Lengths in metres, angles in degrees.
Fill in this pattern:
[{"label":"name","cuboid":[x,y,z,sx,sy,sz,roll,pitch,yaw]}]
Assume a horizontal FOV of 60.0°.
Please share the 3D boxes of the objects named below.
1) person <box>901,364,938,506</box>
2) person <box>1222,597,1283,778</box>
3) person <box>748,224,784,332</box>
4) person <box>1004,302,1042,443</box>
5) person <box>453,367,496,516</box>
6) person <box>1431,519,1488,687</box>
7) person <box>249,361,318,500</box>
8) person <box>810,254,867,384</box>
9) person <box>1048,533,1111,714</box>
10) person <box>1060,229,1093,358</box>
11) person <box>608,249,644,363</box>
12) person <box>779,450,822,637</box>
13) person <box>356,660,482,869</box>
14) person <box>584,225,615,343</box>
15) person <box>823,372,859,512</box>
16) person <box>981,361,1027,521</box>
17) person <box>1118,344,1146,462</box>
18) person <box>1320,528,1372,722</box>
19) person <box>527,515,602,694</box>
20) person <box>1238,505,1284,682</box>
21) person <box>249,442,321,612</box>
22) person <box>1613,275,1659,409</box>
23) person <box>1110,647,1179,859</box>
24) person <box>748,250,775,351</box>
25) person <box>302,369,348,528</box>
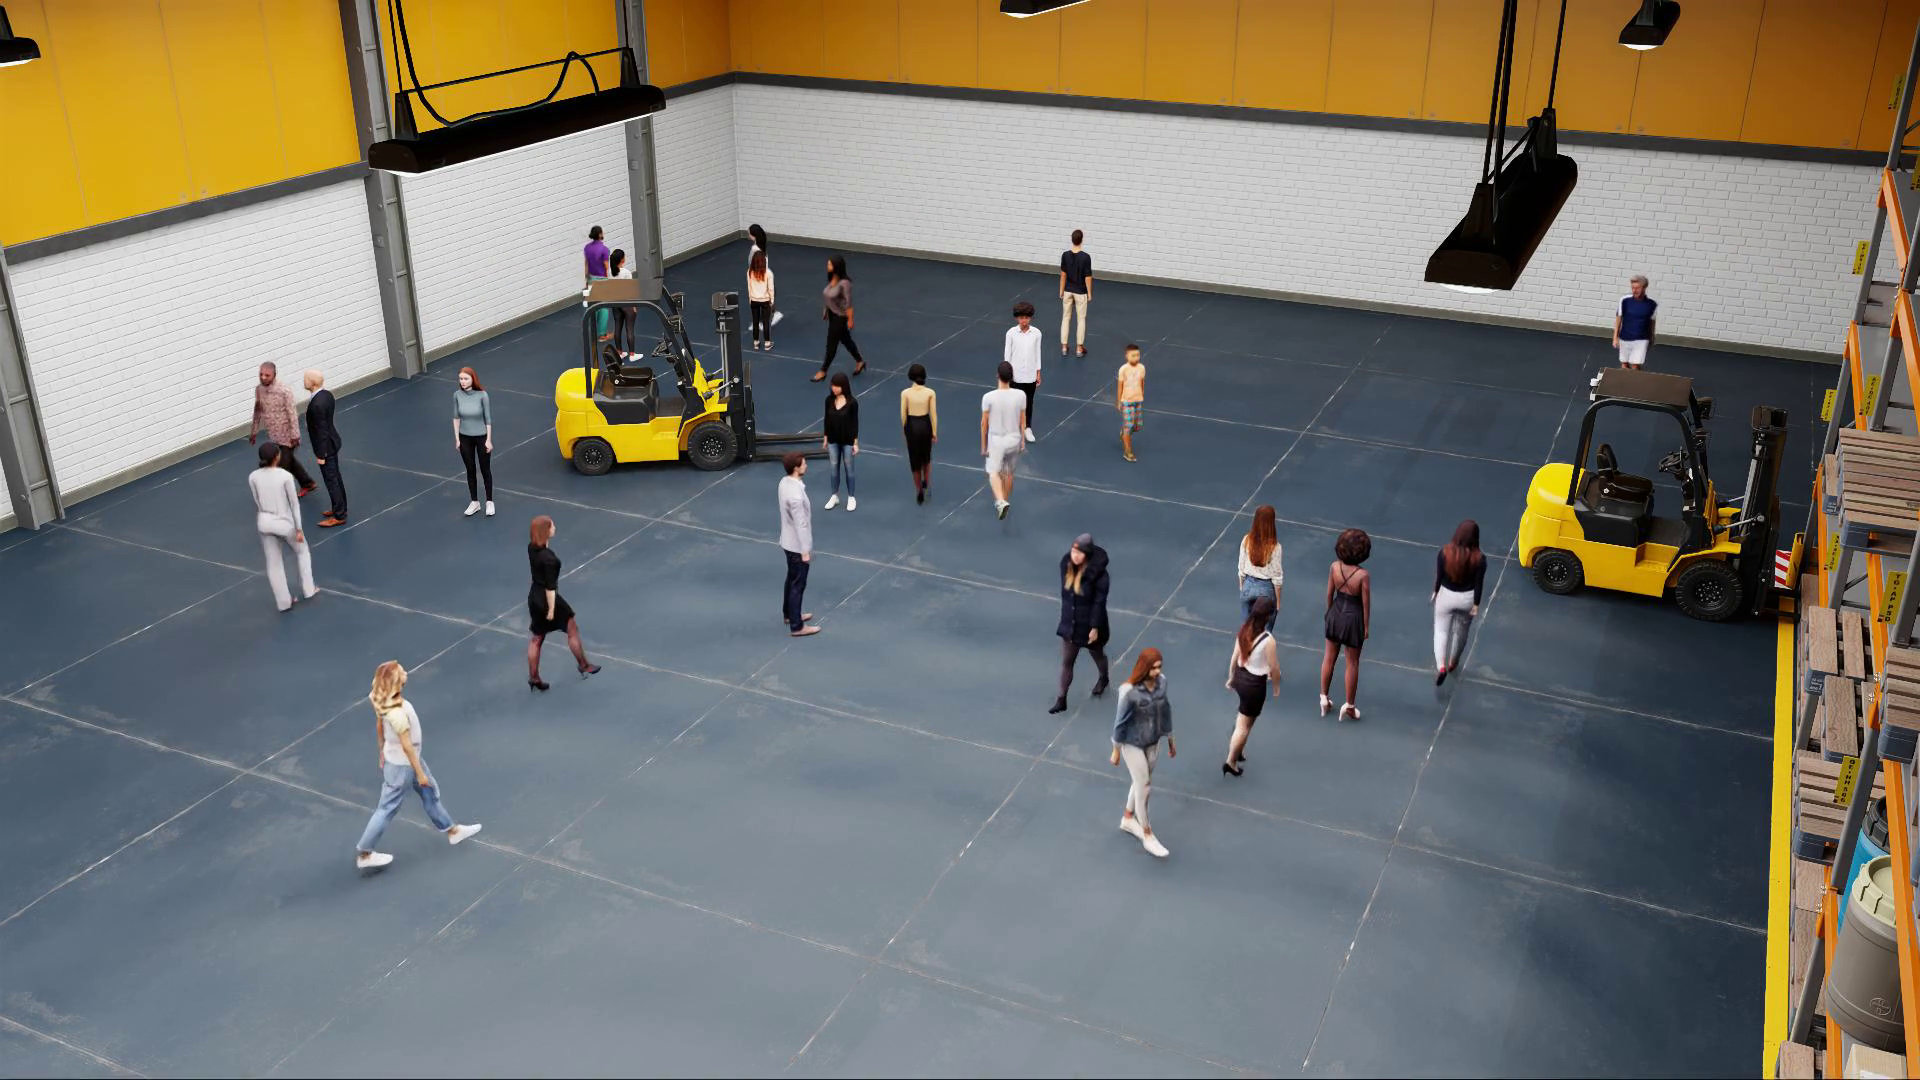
[{"label":"person","cuboid":[-0.477,-1.184,19.099,0.784,1.637,0.899,-3,24,-7]},{"label":"person","cuboid":[2.307,1.248,13.562,0.774,1.614,0.714,-17,29,-34]},{"label":"person","cuboid":[-2.982,-4.005,25.494,0.849,1.683,0.820,1,24,3]},{"label":"person","cuboid":[0.789,-2.131,21.048,0.726,1.810,0.754,-4,24,-8]},{"label":"person","cuboid":[-5.494,-1.125,18.830,0.654,1.743,0.661,1,24,2]},{"label":"person","cuboid":[4.497,0.584,15.113,0.666,1.589,0.991,8,25,17]},{"label":"person","cuboid":[-7.678,-1.222,19.006,0.804,1.779,0.982,19,30,36]},{"label":"person","cuboid":[-1.597,-3.074,23.239,1.258,1.783,1.089,-13,27,-27]},{"label":"person","cuboid":[1.160,0.712,14.762,0.771,1.635,1.108,16,28,32]},{"label":"person","cuboid":[1.696,-3.629,24.425,0.641,1.850,0.553,10,25,21]},{"label":"person","cuboid":[-4.909,-3.430,24.223,0.557,1.647,0.517,10,26,22]},{"label":"person","cuboid":[-1.594,0.015,16.092,0.814,1.847,0.740,-7,25,-15]},{"label":"person","cuboid":[-4.248,1.728,12.396,1.266,1.668,1.057,-15,28,-30]},{"label":"person","cuboid":[-5.468,-3.835,25.016,0.644,1.754,0.648,12,26,25]},{"label":"person","cuboid":[-1.352,-1.150,19.012,0.610,1.642,0.577,6,24,13]},{"label":"person","cuboid":[0.503,-1.076,18.597,1.016,1.840,1.119,-5,24,-11]},{"label":"person","cuboid":[2.086,-1.722,20.562,0.780,1.449,0.831,-9,25,-21]},{"label":"person","cuboid":[3.361,0.741,14.505,0.618,1.788,0.611,18,29,35]},{"label":"person","cuboid":[-3.797,0.606,14.950,0.793,1.679,0.999,22,32,40]},{"label":"person","cuboid":[2.731,0.482,15.172,0.615,1.729,0.564,16,28,33]},{"label":"person","cuboid":[-6.805,-0.100,16.517,0.806,1.718,0.887,-1,24,-2]},{"label":"person","cuboid":[9.120,-2.714,22.428,0.735,1.772,1.142,11,26,24]},{"label":"person","cuboid":[1.339,1.551,12.794,0.887,1.675,0.899,-17,29,-34]},{"label":"person","cuboid":[-2.979,-3.583,24.776,0.595,1.484,0.563,5,24,12]},{"label":"person","cuboid":[-7.082,-1.049,18.586,0.830,1.800,0.732,-4,24,-10]}]
